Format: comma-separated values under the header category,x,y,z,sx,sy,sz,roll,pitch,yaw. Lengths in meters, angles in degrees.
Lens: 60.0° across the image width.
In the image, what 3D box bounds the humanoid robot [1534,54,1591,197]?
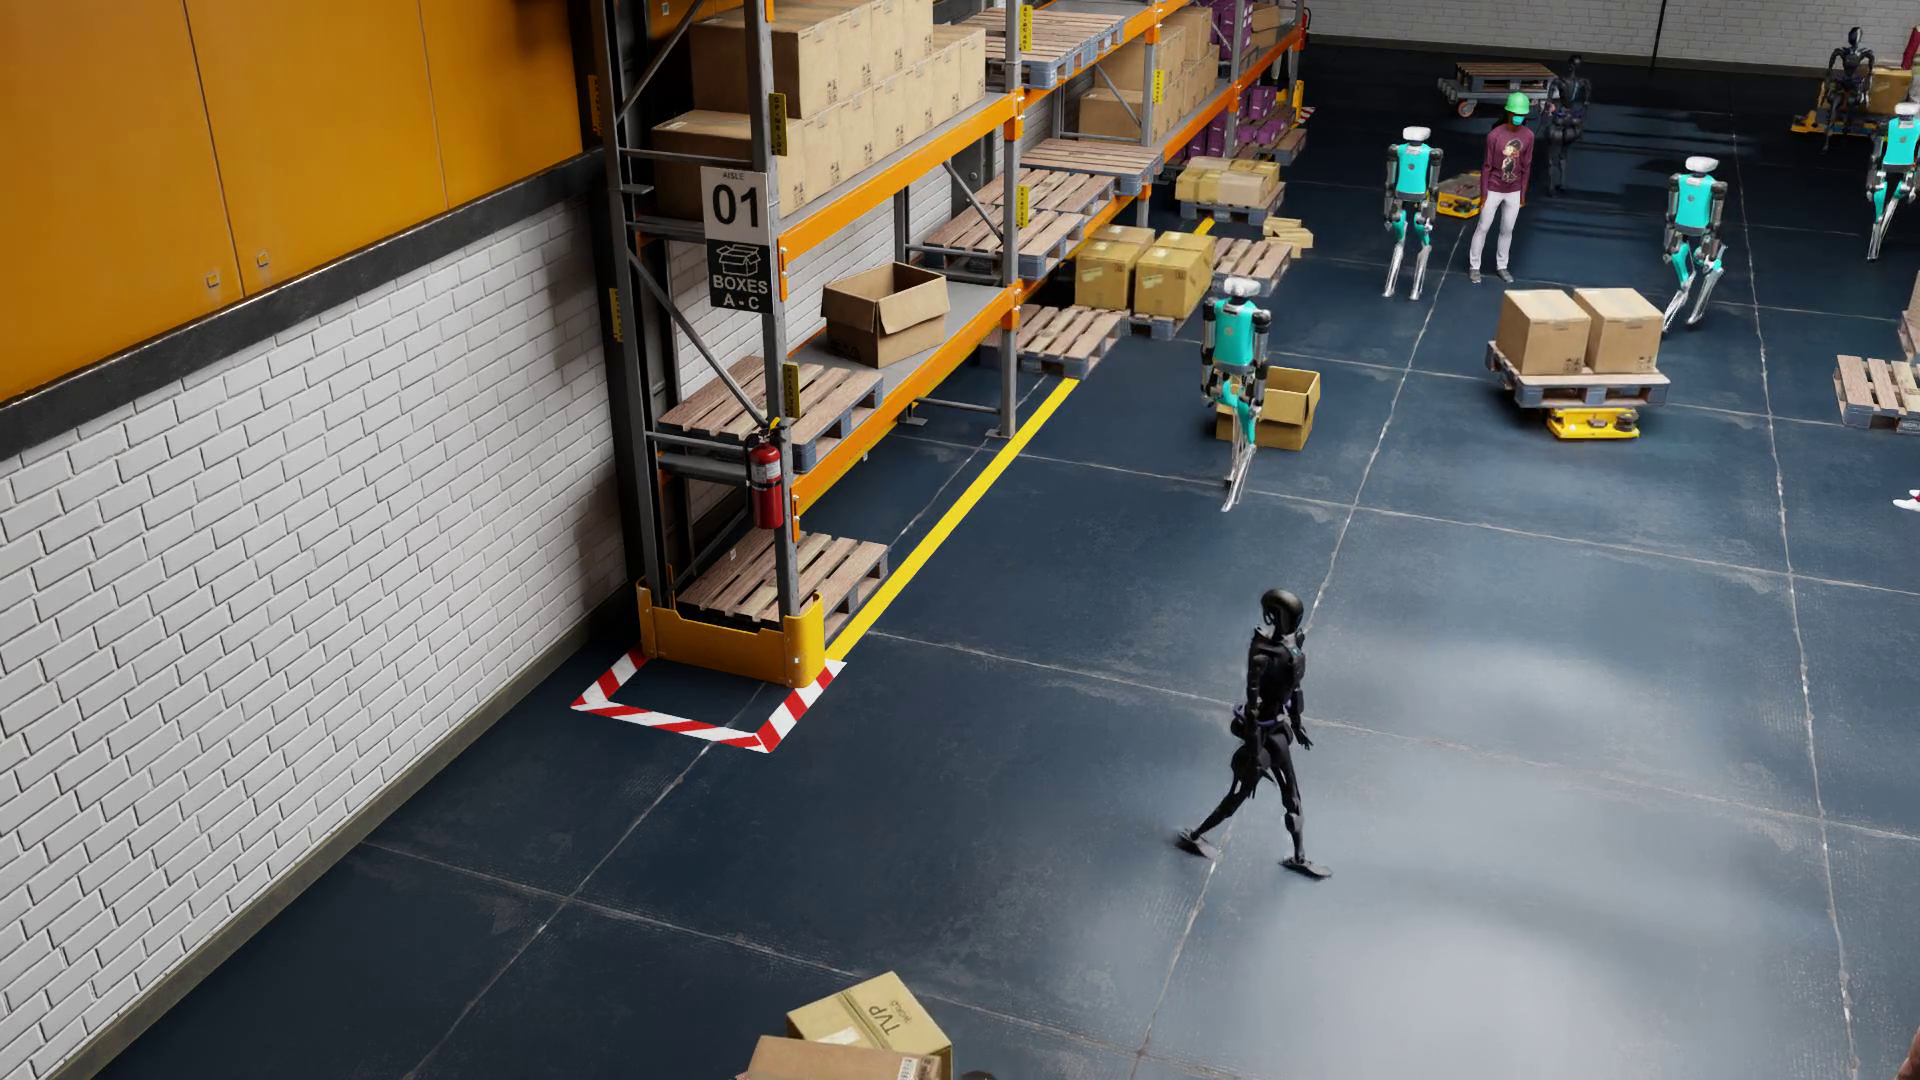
category,x,y,z,sx,sy,sz,roll,pitch,yaw
humanoid robot,7.151,-4.943,19.797,0.590,1.656,0.381,-4,28,-8

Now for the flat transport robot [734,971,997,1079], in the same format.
category,x,y,z,sx,sy,sz,roll,pitch,yaw
flat transport robot,-0.340,2.642,6.625,1.431,0.231,0.659,-15,31,-27

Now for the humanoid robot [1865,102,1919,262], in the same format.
category,x,y,z,sx,sy,sz,roll,pitch,yaw
humanoid robot,9.786,-3.765,17.498,0.563,1.747,1.061,11,29,21

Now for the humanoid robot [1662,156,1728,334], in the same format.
category,x,y,z,sx,sy,sz,roll,pitch,yaw
humanoid robot,6.859,-2.726,15.458,1.020,1.741,0.546,-22,34,-36

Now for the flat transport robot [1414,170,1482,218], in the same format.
category,x,y,z,sx,sy,sz,roll,pitch,yaw
flat transport robot,6.024,-4.090,19.684,0.659,0.231,1.431,22,35,36

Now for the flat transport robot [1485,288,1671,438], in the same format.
category,x,y,z,sx,sy,sz,roll,pitch,yaw
flat transport robot,5.178,-1.219,14.114,0.659,0.231,1.431,-1,27,-1

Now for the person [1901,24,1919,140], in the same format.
category,x,y,z,sx,sy,sz,roll,pitch,yaw
person,12.901,-6.286,22.270,0.671,1.814,0.439,-5,28,-9

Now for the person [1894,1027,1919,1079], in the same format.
category,x,y,z,sx,sy,sz,roll,pitch,yaw
person,3.614,2.054,5.885,0.609,1.995,0.376,8,28,16

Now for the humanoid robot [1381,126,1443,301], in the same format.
category,x,y,z,sx,sy,sz,roll,pitch,yaw
humanoid robot,4.476,-3.244,16.424,0.542,1.761,0.693,13,30,24

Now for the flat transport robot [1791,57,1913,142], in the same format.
category,x,y,z,sx,sy,sz,roll,pitch,yaw
flat transport robot,12.178,-5.664,22.737,1.431,0.231,0.659,13,30,24

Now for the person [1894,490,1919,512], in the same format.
category,x,y,z,sx,sy,sz,roll,pitch,yaw
person,7.226,-0.974,12.162,0.503,1.628,0.278,-22,35,-36

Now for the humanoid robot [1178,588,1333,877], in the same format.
category,x,y,z,sx,sy,sz,roll,pitch,yaw
humanoid robot,1.529,0.973,8.385,0.788,1.632,0.586,18,32,30

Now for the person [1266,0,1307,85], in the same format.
category,x,y,z,sx,sy,sz,roll,pitch,yaw
person,4.951,-7.925,25.303,0.627,1.940,0.373,-4,27,-7

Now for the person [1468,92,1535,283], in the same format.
category,x,y,z,sx,sy,sz,roll,pitch,yaw
person,5.501,-3.560,16.839,0.487,1.942,0.436,-1,27,-2

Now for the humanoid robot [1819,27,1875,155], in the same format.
category,x,y,z,sx,sy,sz,roll,pitch,yaw
humanoid robot,11.532,-5.828,21.594,0.595,1.621,0.832,18,32,31

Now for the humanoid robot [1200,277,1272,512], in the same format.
category,x,y,z,sx,sy,sz,roll,pitch,yaw
humanoid robot,2.100,-1.138,12.374,0.539,1.786,0.878,18,32,31
